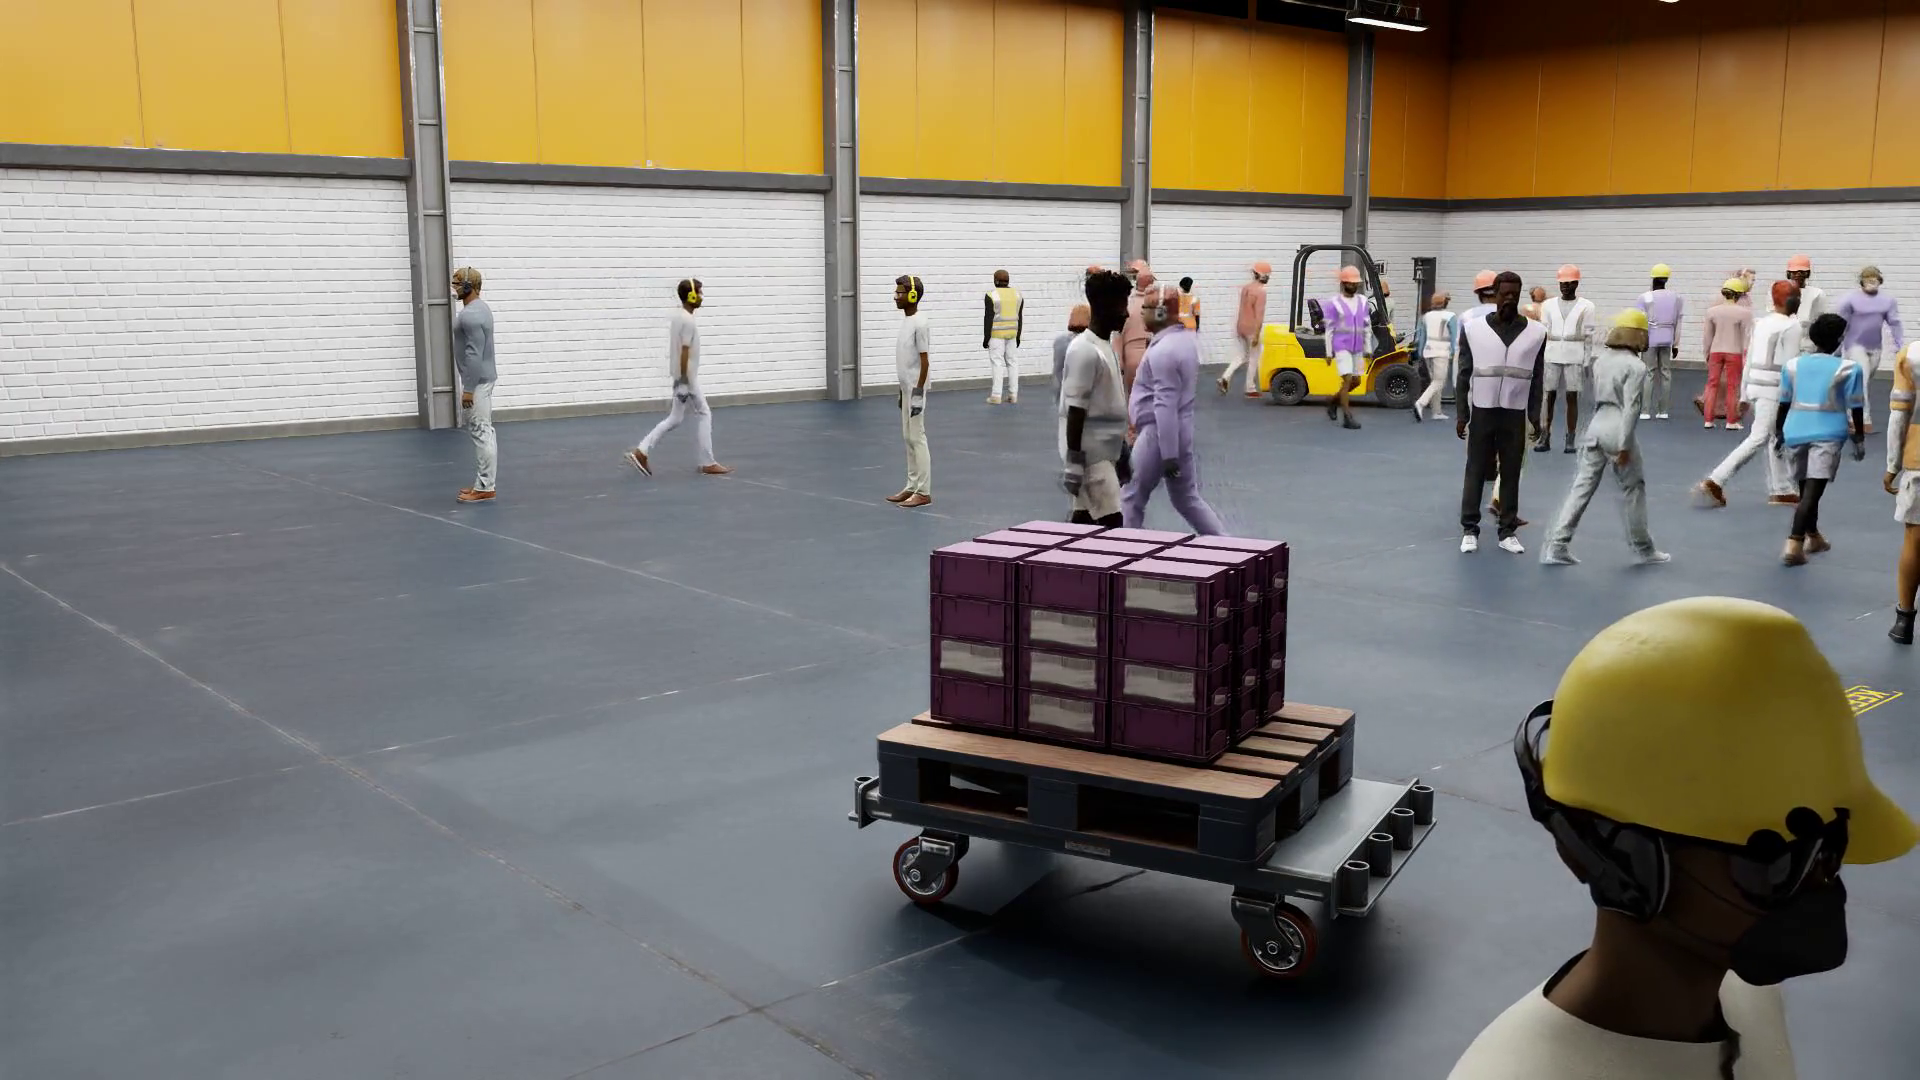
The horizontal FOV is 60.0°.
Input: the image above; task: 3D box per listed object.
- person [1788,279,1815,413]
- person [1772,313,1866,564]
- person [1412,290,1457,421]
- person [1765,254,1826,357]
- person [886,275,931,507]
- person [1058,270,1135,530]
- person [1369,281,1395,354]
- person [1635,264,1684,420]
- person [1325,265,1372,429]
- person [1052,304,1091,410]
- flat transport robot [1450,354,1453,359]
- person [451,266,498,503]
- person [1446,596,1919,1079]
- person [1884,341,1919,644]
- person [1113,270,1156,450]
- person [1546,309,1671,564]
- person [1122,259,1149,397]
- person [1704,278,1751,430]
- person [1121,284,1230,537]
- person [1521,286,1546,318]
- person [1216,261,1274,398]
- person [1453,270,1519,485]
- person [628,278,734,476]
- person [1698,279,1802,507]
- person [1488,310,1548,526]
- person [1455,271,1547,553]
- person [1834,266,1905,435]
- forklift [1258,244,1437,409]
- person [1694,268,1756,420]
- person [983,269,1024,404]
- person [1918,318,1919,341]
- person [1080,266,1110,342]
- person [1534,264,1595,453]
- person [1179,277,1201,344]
[{"bbox_3d":[9.979,-2.252,19.879,0.955,1.799,0.645,-8,13,-40],"label":"person"},{"bbox_3d":[5.693,-0.678,11.051,0.881,1.652,0.545,-8,12,-38],"label":"person"},{"bbox_3d":[5.774,-2.241,20.299,0.696,1.612,0.511,-6,11,-30],"label":"person"},{"bbox_3d":[9.380,-2.186,18.732,0.615,2.042,0.372,3,10,15],"label":"person"},{"bbox_3d":[-0.403,-1.198,13.454,0.329,1.873,0.514,-3,10,-17],"label":"person"},{"bbox_3d":[0.853,-0.462,8.921,0.792,1.938,0.636,2,10,14],"label":"person"},{"bbox_3d":[6.529,-3.198,25.854,0.500,1.633,0.280,-6,11,-30],"label":"person"},{"bbox_3d":[8.604,-2.440,20.556,0.594,1.926,0.366,-1,10,-7],"label":"person"},{"bbox_3d":[4.550,-2.282,19.674,0.566,1.920,0.729,-4,10,-20],"label":"person"},{"bbox_3d":[1.078,-1.319,14.959,0.511,1.597,0.829,3,10,16],"label":"person"},{"bbox_3d":[10.201,-3.577,32.054,1.431,0.197,0.652,4,11,24],"label":"flat transport robot"},{"bbox_3d":[-4.000,-1.273,13.693,0.372,1.940,0.632,-2,10,-11],"label":"person"},{"bbox_3d":[0.553,0.914,1.390,0.316,1.769,0.523,9,13,43],"label":"person"},{"bbox_3d":[5.113,-0.407,8.632,0.551,1.933,0.369,6,11,31],"label":"person"},{"bbox_3d":[1.921,-1.814,17.065,0.650,1.871,0.911,3,10,15],"label":"person"},{"bbox_3d":[4.251,-0.662,10.879,0.876,1.687,0.493,-4,10,-21],"label":"person"},{"bbox_3d":[2.474,-2.913,23.188,0.433,1.972,0.654,-4,11,-23],"label":"person"},{"bbox_3d":[8.960,-2.165,19.419,0.310,1.768,0.533,-9,13,-41],"label":"person"},{"bbox_3d":[1.284,-0.614,10.053,0.950,1.867,0.640,4,10,22],"label":"person"},{"bbox_3d":[8.252,-2.825,23.760,0.515,1.607,0.809,-4,10,-22],"label":"person"},{"bbox_3d":[4.090,-2.982,23.660,0.734,1.956,0.642,-4,10,-20],"label":"person"},{"bbox_3d":[4.681,-1.438,14.795,0.564,1.888,0.883,3,10,19],"label":"person"},{"bbox_3d":[-2.600,-1.491,15.314,0.898,1.834,0.519,-4,11,-24],"label":"person"},{"bbox_3d":[6.429,-1.168,13.364,0.934,1.849,0.567,0,10,0],"label":"person"},{"bbox_3d":[4.181,-0.903,12.434,0.361,1.620,0.529,-4,11,-25],"label":"person"},{"bbox_3d":[3.689,-0.870,11.384,0.592,1.922,0.392,1,10,4],"label":"person"},{"bbox_3d":[10.280,-2.118,18.752,0.663,1.894,0.899,-1,10,-6],"label":"person"},{"bbox_3d":[5.256,-2.933,22.661,2.313,2.155,1.214,3,10,16],"label":"forklift"},{"bbox_3d":[9.530,-2.418,20.570,0.499,1.883,0.664,9,13,43],"label":"person"},{"bbox_3d":[0.572,-2.796,22.893,0.630,1.842,0.429,-6,11,-32],"label":"person"},{"bbox_3d":[12.889,-2.647,21.992,0.897,1.865,0.606,-3,10,-18],"label":"person"},{"bbox_3d":[1.887,-2.899,23.370,0.337,1.882,0.583,-9,13,-44],"label":"person"},{"bbox_3d":[6.218,-1.859,17.123,0.543,1.939,0.360,5,11,29],"label":"person"},{"bbox_3d":[3.630,-3.397,26.868,0.527,1.690,0.321,4,10,21],"label":"person"}]
